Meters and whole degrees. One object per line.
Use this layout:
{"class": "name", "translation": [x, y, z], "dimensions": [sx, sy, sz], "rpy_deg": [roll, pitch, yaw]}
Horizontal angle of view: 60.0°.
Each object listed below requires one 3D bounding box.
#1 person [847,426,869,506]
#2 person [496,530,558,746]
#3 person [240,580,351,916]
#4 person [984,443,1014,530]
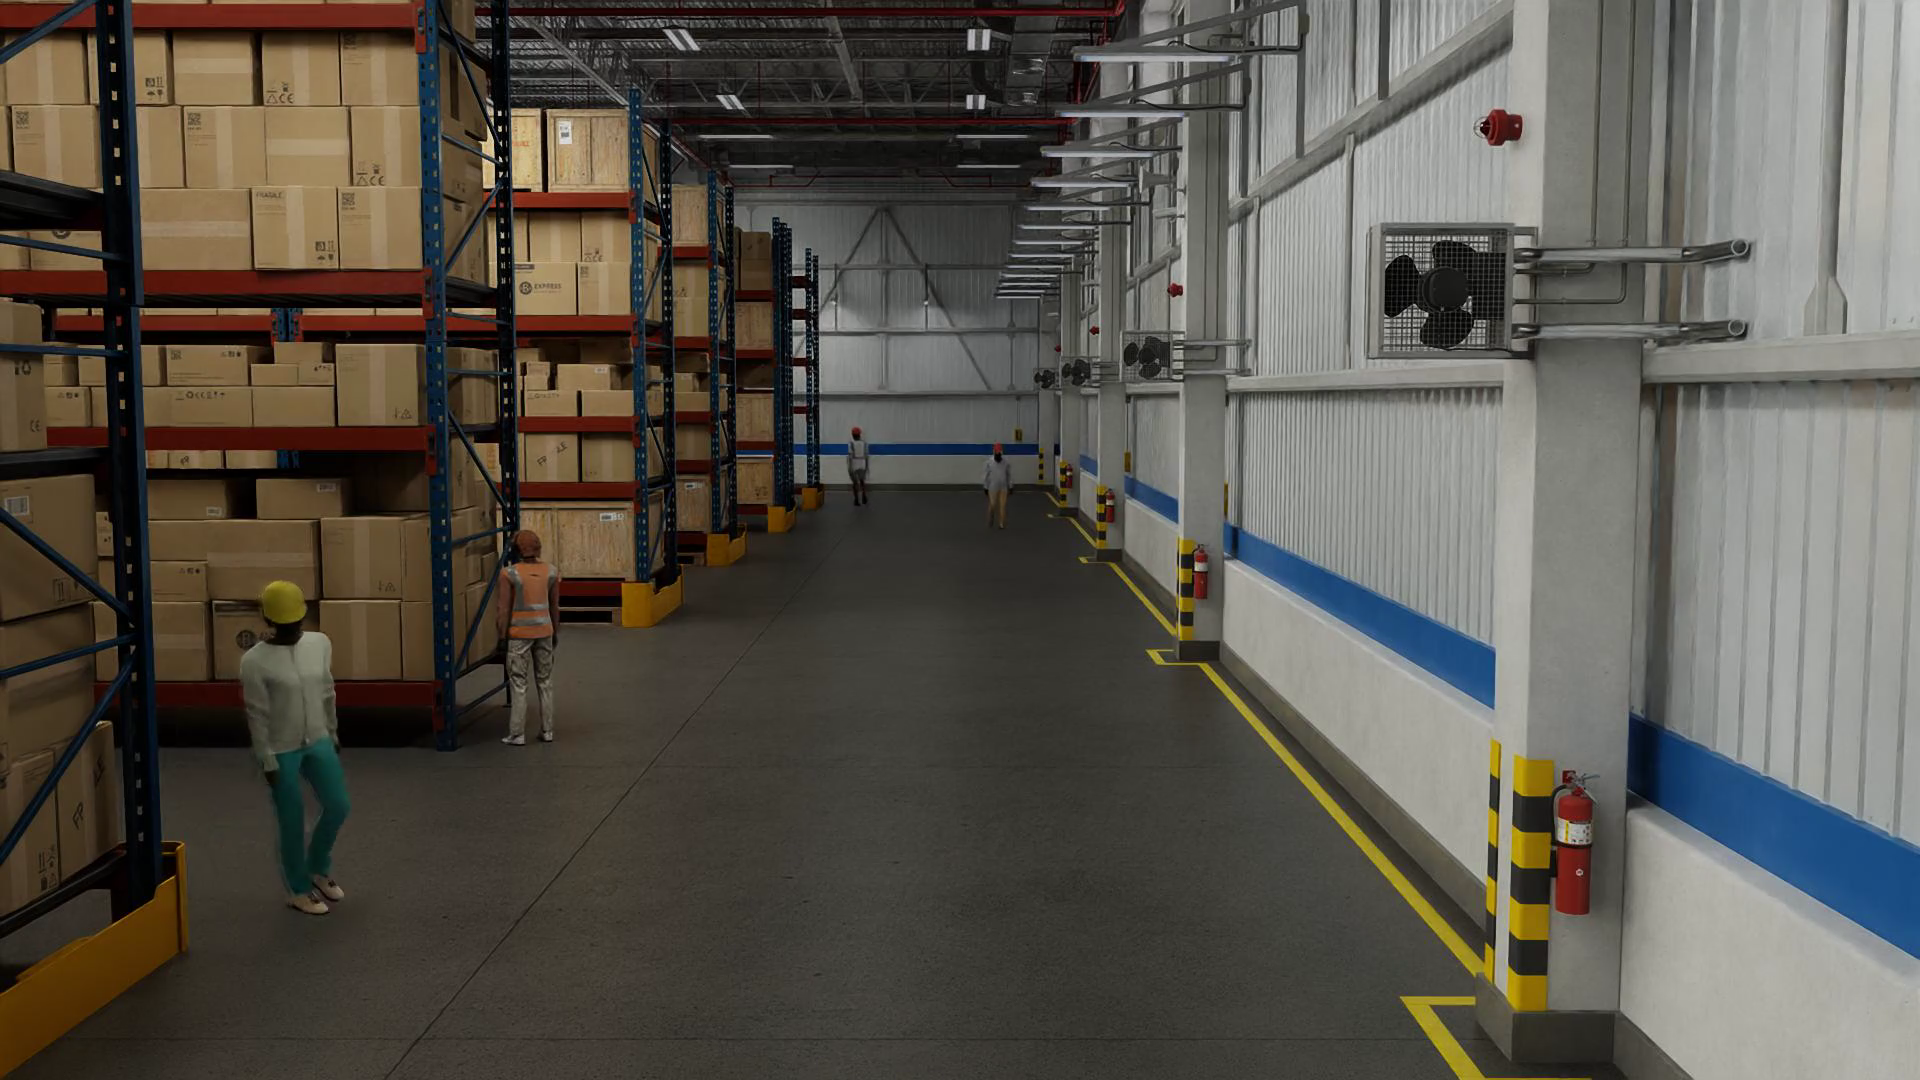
{"class": "person", "translation": [-2.459, -1.771, 40.054], "dimensions": [0.579, 1.923, 0.430], "rpy_deg": [-2, 5, -21]}
{"class": "person", "translation": [-3.255, 0.736, 12.548], "dimensions": [0.314, 1.632, 0.518], "rpy_deg": [5, 7, 45]}
{"class": "person", "translation": [-3.314, 1.043, 8.315], "dimensions": [0.397, 1.729, 0.565], "rpy_deg": [3, 6, 34]}
{"class": "person", "translation": [0.765, -1.048, 32.731], "dimensions": [0.573, 1.734, 0.481], "rpy_deg": [-1, 5, -8]}
